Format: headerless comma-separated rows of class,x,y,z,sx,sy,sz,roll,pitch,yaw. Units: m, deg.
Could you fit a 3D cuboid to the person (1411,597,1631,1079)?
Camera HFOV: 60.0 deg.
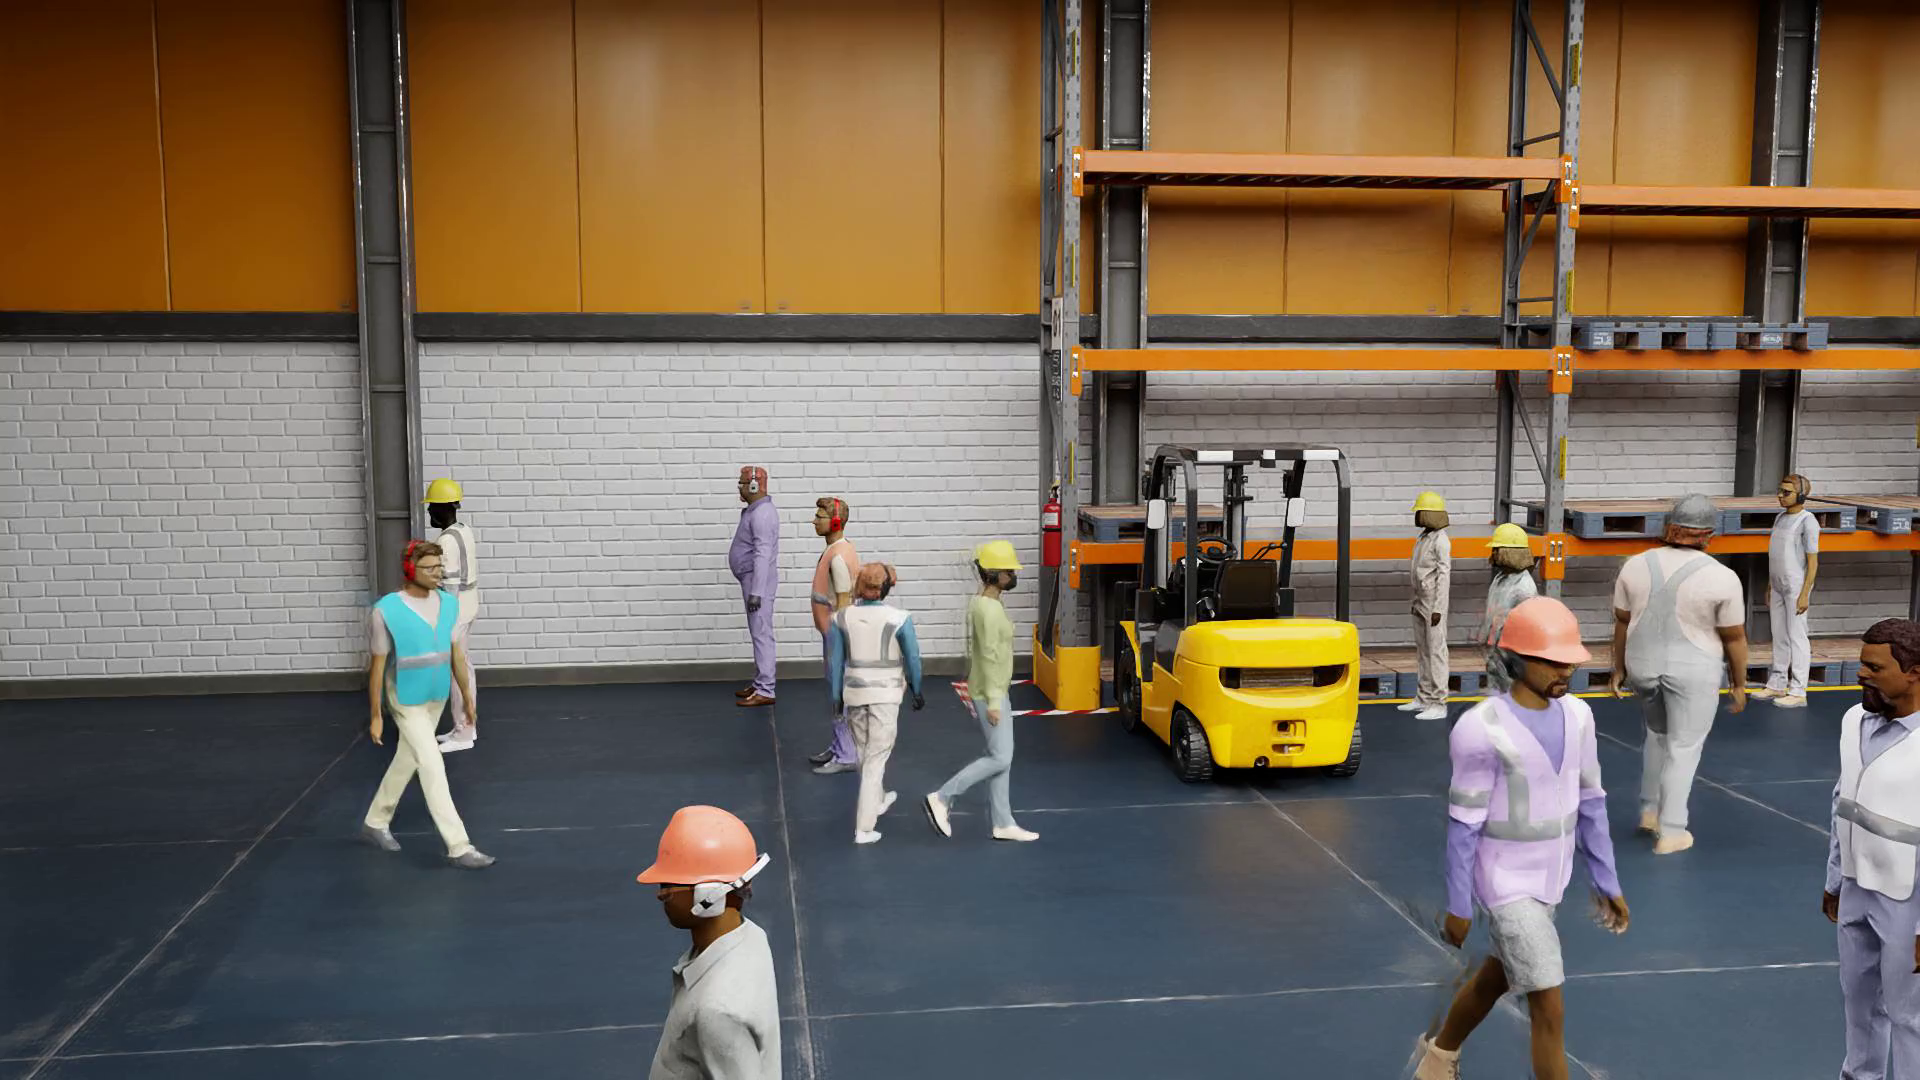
person,1.964,1.173,5.777,0.629,1.992,1.053,-4,8,-33

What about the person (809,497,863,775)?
person,-0.817,0.632,11.109,0.387,1.849,0.566,-1,7,-8

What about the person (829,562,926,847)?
person,-0.460,0.921,9.686,0.508,1.598,0.842,3,7,24

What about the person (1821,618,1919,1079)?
person,3.189,1.217,5.695,0.390,1.919,0.591,-1,7,-8

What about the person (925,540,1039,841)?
person,0.142,0.867,9.446,0.559,1.751,0.538,1,7,7

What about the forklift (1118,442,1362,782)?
forklift,1.912,0.418,11.496,1.214,2.155,2.313,-1,7,-8

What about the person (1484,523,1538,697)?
person,3.420,0.764,10.425,0.295,1.744,0.488,-1,7,-8

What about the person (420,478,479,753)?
person,-3.585,0.526,11.704,0.368,1.927,0.589,-1,7,-8

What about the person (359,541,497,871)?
person,-2.982,0.890,9.147,1.019,1.798,0.580,3,7,26

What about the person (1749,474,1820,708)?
person,6.562,0.399,13.177,0.343,1.846,0.507,-1,7,-8

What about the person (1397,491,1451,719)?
person,3.580,0.498,12.756,0.295,1.744,0.488,-1,7,-8

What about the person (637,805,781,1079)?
person,-0.590,1.495,3.979,0.329,1.751,0.566,-1,7,-8

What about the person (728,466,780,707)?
person,-1.635,0.361,13.241,0.408,1.908,0.644,-1,7,-8

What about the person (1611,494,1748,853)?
person,4.120,0.731,9.421,0.658,2.000,0.717,-5,8,-39
